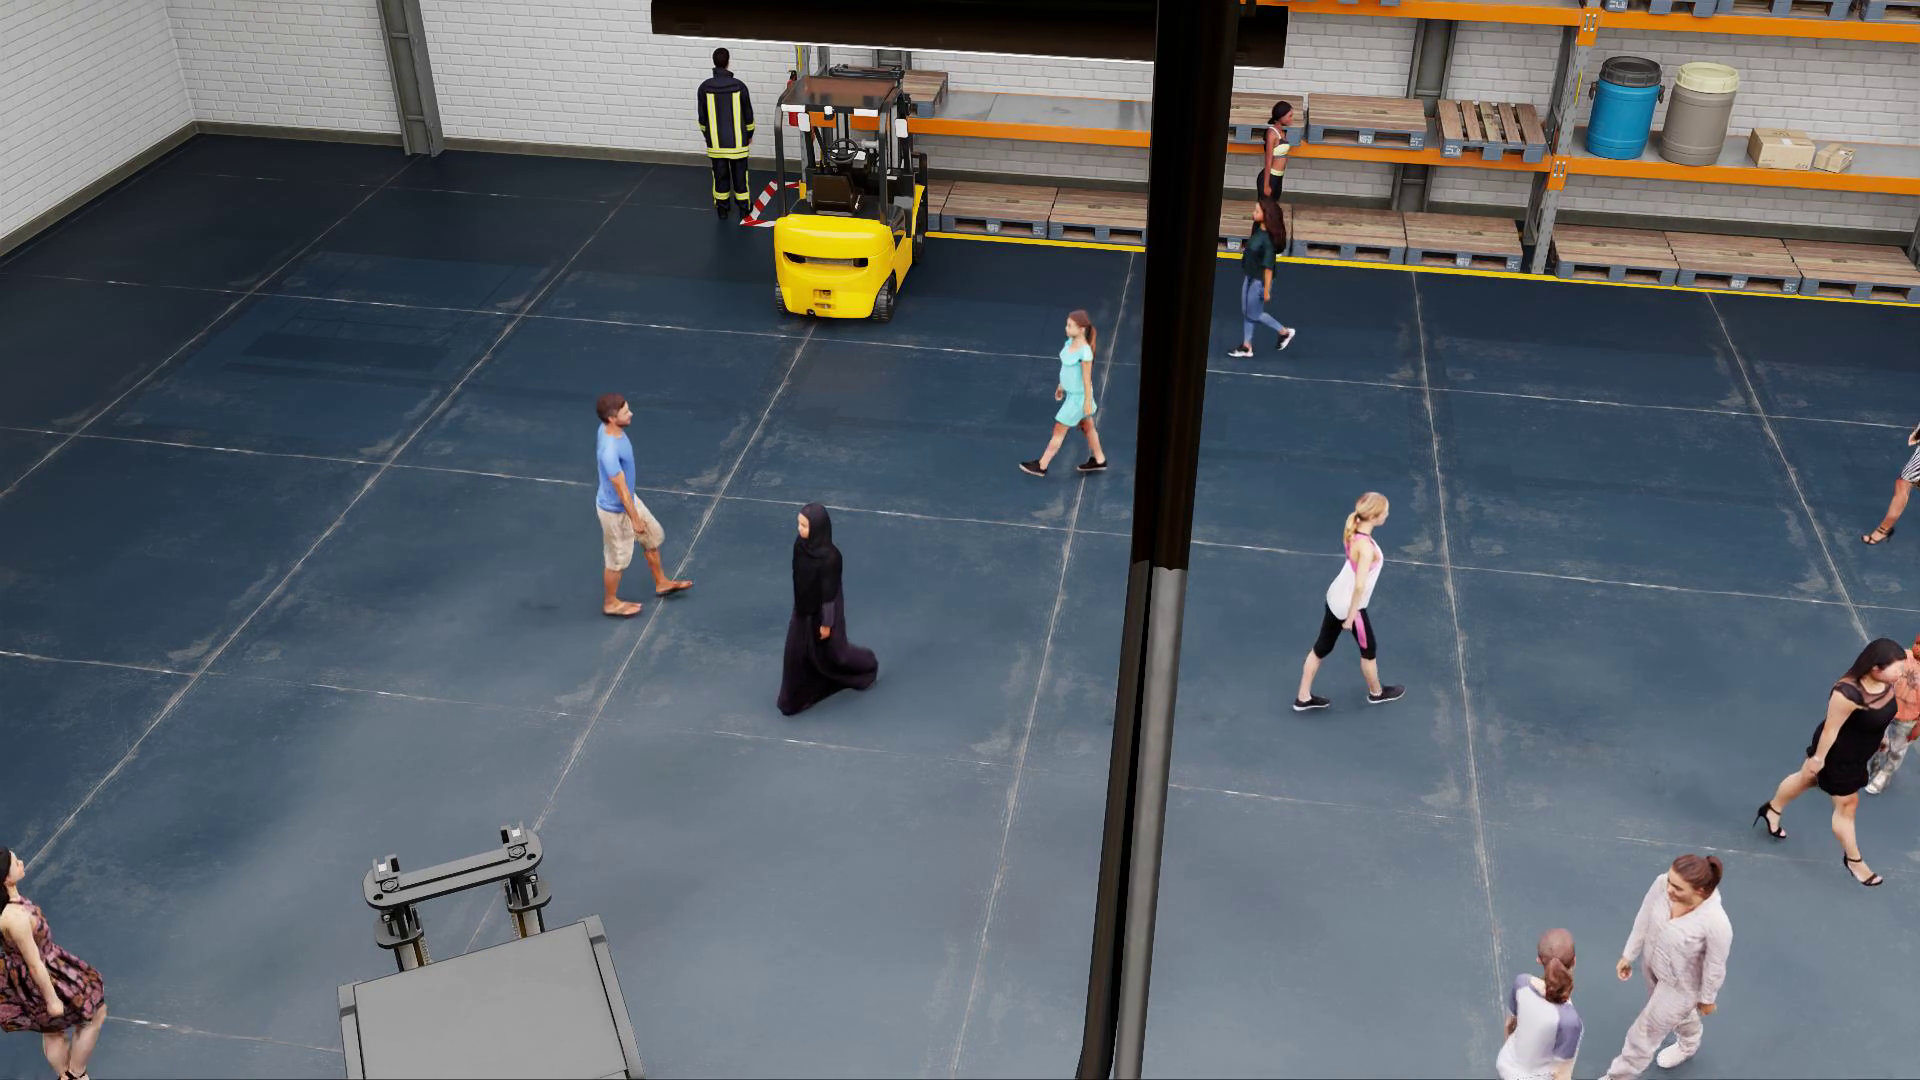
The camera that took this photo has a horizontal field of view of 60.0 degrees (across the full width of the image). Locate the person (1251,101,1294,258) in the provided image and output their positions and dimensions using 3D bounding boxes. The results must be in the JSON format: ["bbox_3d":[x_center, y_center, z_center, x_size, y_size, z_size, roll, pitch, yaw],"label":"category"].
[{"bbox_3d":[3.279,-3.797,17.620,0.635,1.754,0.630,20,39,28],"label":"person"}]

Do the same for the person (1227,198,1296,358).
[{"bbox_3d":[2.903,-2.457,15.741,0.894,1.602,0.685,-1,34,-1],"label":"person"}]

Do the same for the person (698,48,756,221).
[{"bbox_3d":[-2.600,-4.533,18.580,0.698,1.917,0.901,-2,34,-3],"label":"person"}]

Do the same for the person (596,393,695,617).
[{"bbox_3d":[-2.586,-0.242,12.191,1.020,1.844,0.830,-4,34,-6],"label":"person"}]

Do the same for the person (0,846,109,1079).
[{"bbox_3d":[-4.751,2.295,8.447,0.849,1.762,0.796,-29,43,-36],"label":"person"}]

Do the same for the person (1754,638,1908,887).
[{"bbox_3d":[5.252,1.249,10.102,1.031,1.672,1.148,-28,43,-35],"label":"person"}]

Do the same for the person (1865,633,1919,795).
[{"bbox_3d":[6.101,1.070,10.709,0.655,1.299,0.598,-20,39,-28],"label":"person"}]

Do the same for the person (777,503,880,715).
[{"bbox_3d":[-0.908,0.447,11.373,1.014,1.602,1.043,-29,43,-36],"label":"person"}]

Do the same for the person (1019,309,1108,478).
[{"bbox_3d":[1.061,-1.210,13.942,1.078,1.517,0.790,-6,34,-9],"label":"person"}]

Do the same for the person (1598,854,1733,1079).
[{"bbox_3d":[3.783,2.231,8.657,1.182,1.636,0.947,-11,35,-16],"label":"person"}]

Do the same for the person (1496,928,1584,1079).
[{"bbox_3d":[2.714,2.620,7.980,0.830,1.739,0.806,-5,34,-8],"label":"person"}]

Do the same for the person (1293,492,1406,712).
[{"bbox_3d":[2.525,0.449,11.235,1.100,1.751,0.844,-6,34,-9],"label":"person"}]
